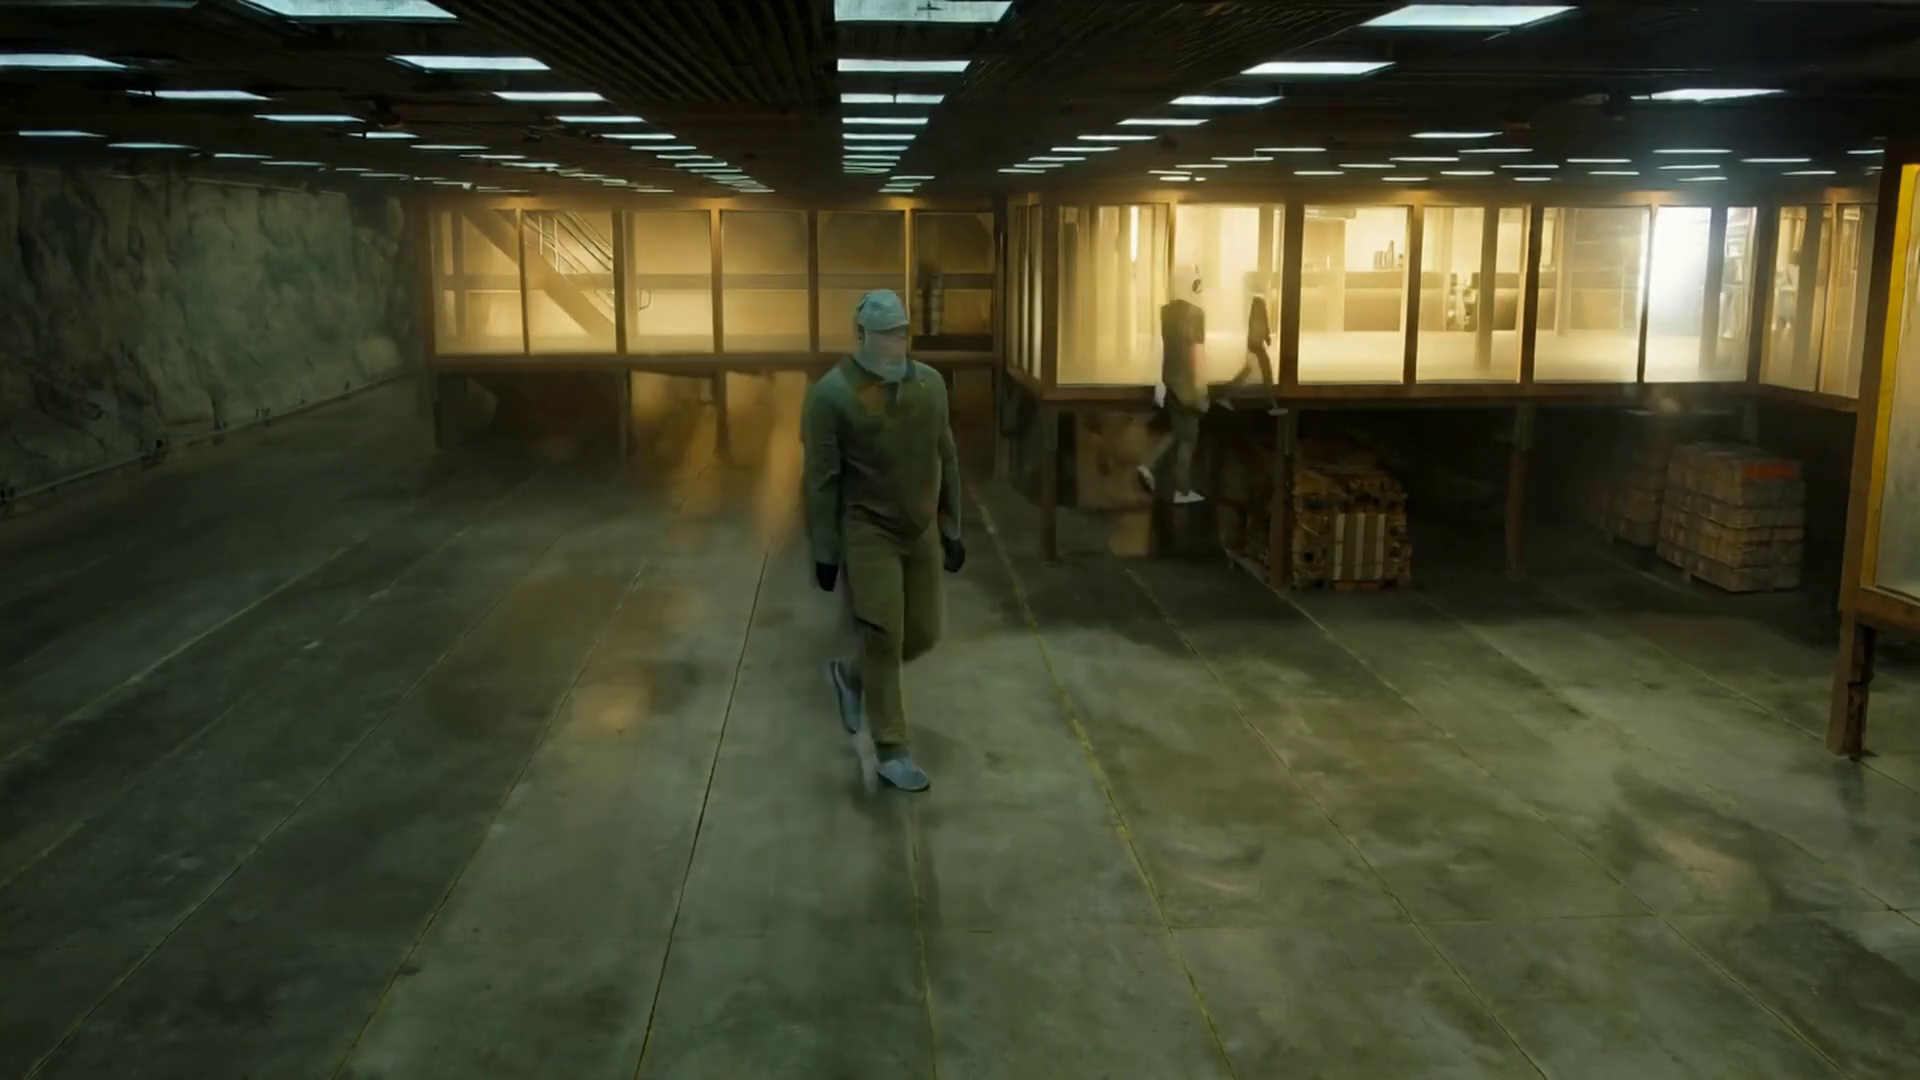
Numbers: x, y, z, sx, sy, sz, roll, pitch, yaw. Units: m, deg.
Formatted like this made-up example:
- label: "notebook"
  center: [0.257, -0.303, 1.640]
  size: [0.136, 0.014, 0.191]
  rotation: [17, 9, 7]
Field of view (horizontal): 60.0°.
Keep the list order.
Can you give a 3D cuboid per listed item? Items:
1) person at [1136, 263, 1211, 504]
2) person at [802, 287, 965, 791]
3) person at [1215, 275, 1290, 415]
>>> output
- label: "person"
  center: [1.666, -1.180, 12.718]
  size: [0.471, 1.856, 0.528]
  rotation: [-6, 12, -29]
- label: "person"
  center: [-0.316, -0.031, 6.415]
  size: [0.653, 1.884, 0.712]
  rotation: [-9, 14, -41]
- label: "person"
  center: [3.357, -2.237, 19.091]
  size: [0.832, 1.598, 0.513]
  rotation: [2, 11, 12]
